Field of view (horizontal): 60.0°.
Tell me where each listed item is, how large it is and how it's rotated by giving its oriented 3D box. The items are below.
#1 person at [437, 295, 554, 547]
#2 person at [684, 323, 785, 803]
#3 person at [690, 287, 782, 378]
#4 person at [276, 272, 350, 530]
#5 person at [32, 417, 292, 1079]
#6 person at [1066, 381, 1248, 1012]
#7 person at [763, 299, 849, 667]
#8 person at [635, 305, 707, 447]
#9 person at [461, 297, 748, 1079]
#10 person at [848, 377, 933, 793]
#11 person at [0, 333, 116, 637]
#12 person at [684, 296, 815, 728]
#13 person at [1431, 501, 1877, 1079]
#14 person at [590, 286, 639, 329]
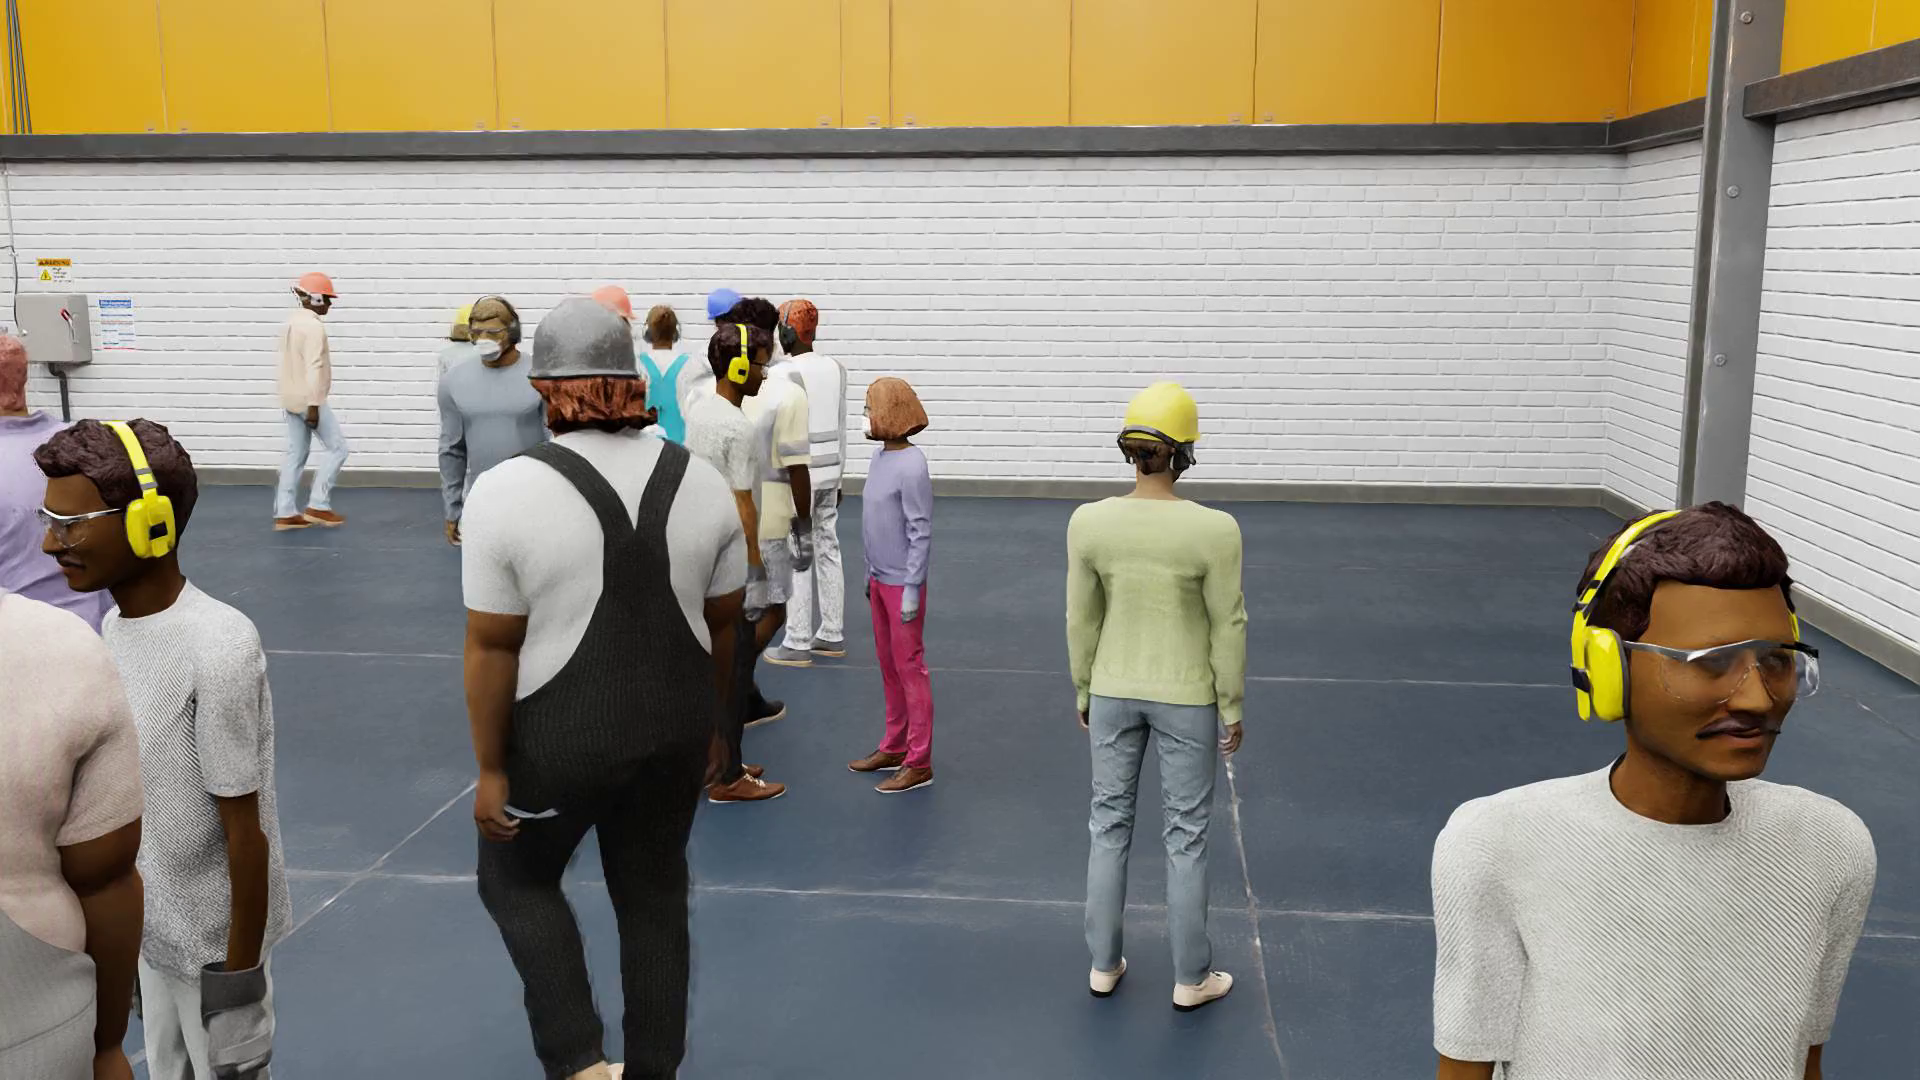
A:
[{"bbox_3d":[-2.056,-0.142,7.565,0.636,1.928,0.387,1,10,6],"label":"person"},{"bbox_3d":[-0.873,0.095,6.414,0.350,1.856,0.526,-6,12,-31],"label":"person"},{"bbox_3d":[-1.348,-0.610,10.306,0.621,1.905,0.920,-3,10,-16],"label":"person"},{"bbox_3d":[-4.947,-1.042,12.620,0.601,1.950,0.663,-8,13,-39],"label":"person"},{"bbox_3d":[-1.316,0.717,2.834,0.511,1.861,0.324,9,13,41],"label":"person"},{"bbox_3d":[0.551,0.442,4.670,0.524,1.768,0.313,5,11,25],"label":"person"},{"bbox_3d":[-0.795,-0.290,8.537,0.352,1.880,0.577,7,12,37],"label":"person"},{"bbox_3d":[-1.762,-0.500,9.972,0.534,1.791,0.983,-2,10,-11],"label":"person"},{"bbox_3d":[-0.856,0.432,3.939,0.708,2.000,0.536,-8,12,-37],"label":"person"},{"bbox_3d":[-0.264,0.173,6.587,0.274,1.633,0.507,-4,11,-22],"label":"person"},{"bbox_3d":[-2.750,0.348,4.835,0.412,1.912,0.674,3,10,15],"label":"person"},{"bbox_3d":[-0.966,-0.070,7.144,0.668,1.932,0.725,5,11,26],"label":"person"},{"bbox_3d":[0.744,0.883,1.833,0.513,1.876,0.328,-2,10,-9],"label":"person"},{"bbox_3d":[-2.057,-0.514,9.715,0.410,1.919,0.563,-2,10,-9],"label":"person"}]
